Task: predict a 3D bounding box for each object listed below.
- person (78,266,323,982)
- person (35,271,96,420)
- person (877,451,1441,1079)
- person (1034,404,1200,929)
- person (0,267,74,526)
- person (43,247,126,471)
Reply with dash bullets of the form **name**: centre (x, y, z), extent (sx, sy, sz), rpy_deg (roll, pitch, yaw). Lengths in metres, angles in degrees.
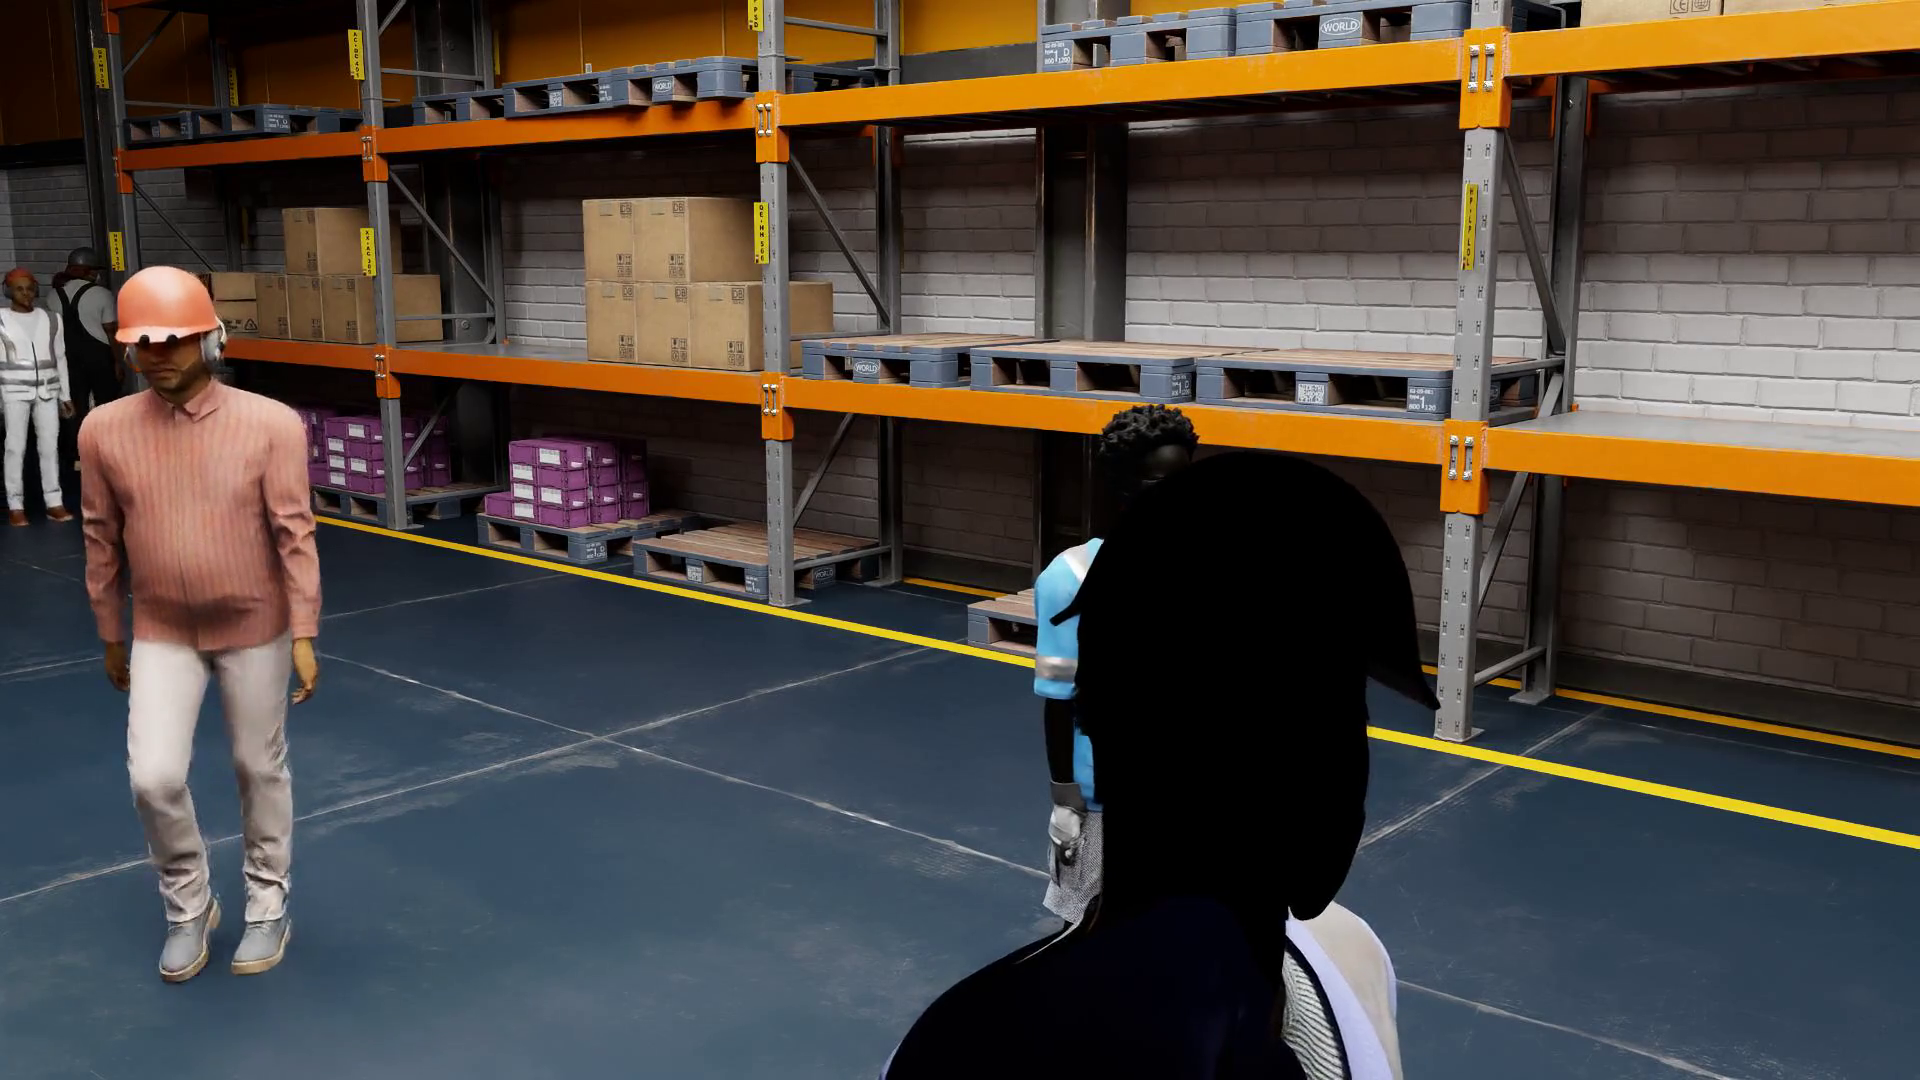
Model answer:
- **person**: centre (-2.059, 0.249, 4.546), extent (0.638, 1.971, 0.509), rpy_deg (-2, 10, -12)
- **person**: centre (-8.072, -1.542, 15.202), extent (0.649, 1.820, 0.441), rpy_deg (-4, 11, -22)
- **person**: centre (0.152, 0.879, 1.100), extent (0.374, 1.928, 0.543), rpy_deg (8, 13, 40)
- **person**: centre (0.397, 0.548, 3.640), extent (0.532, 1.696, 0.319), rpy_deg (-6, 12, -31)
- **person**: centre (-6.830, -1.051, 12.209), extent (0.337, 1.883, 0.584), rpy_deg (8, 13, 39)
- **person**: centre (-7.900, -1.646, 15.155), extent (0.675, 2.000, 0.537), rpy_deg (1, 10, 8)
